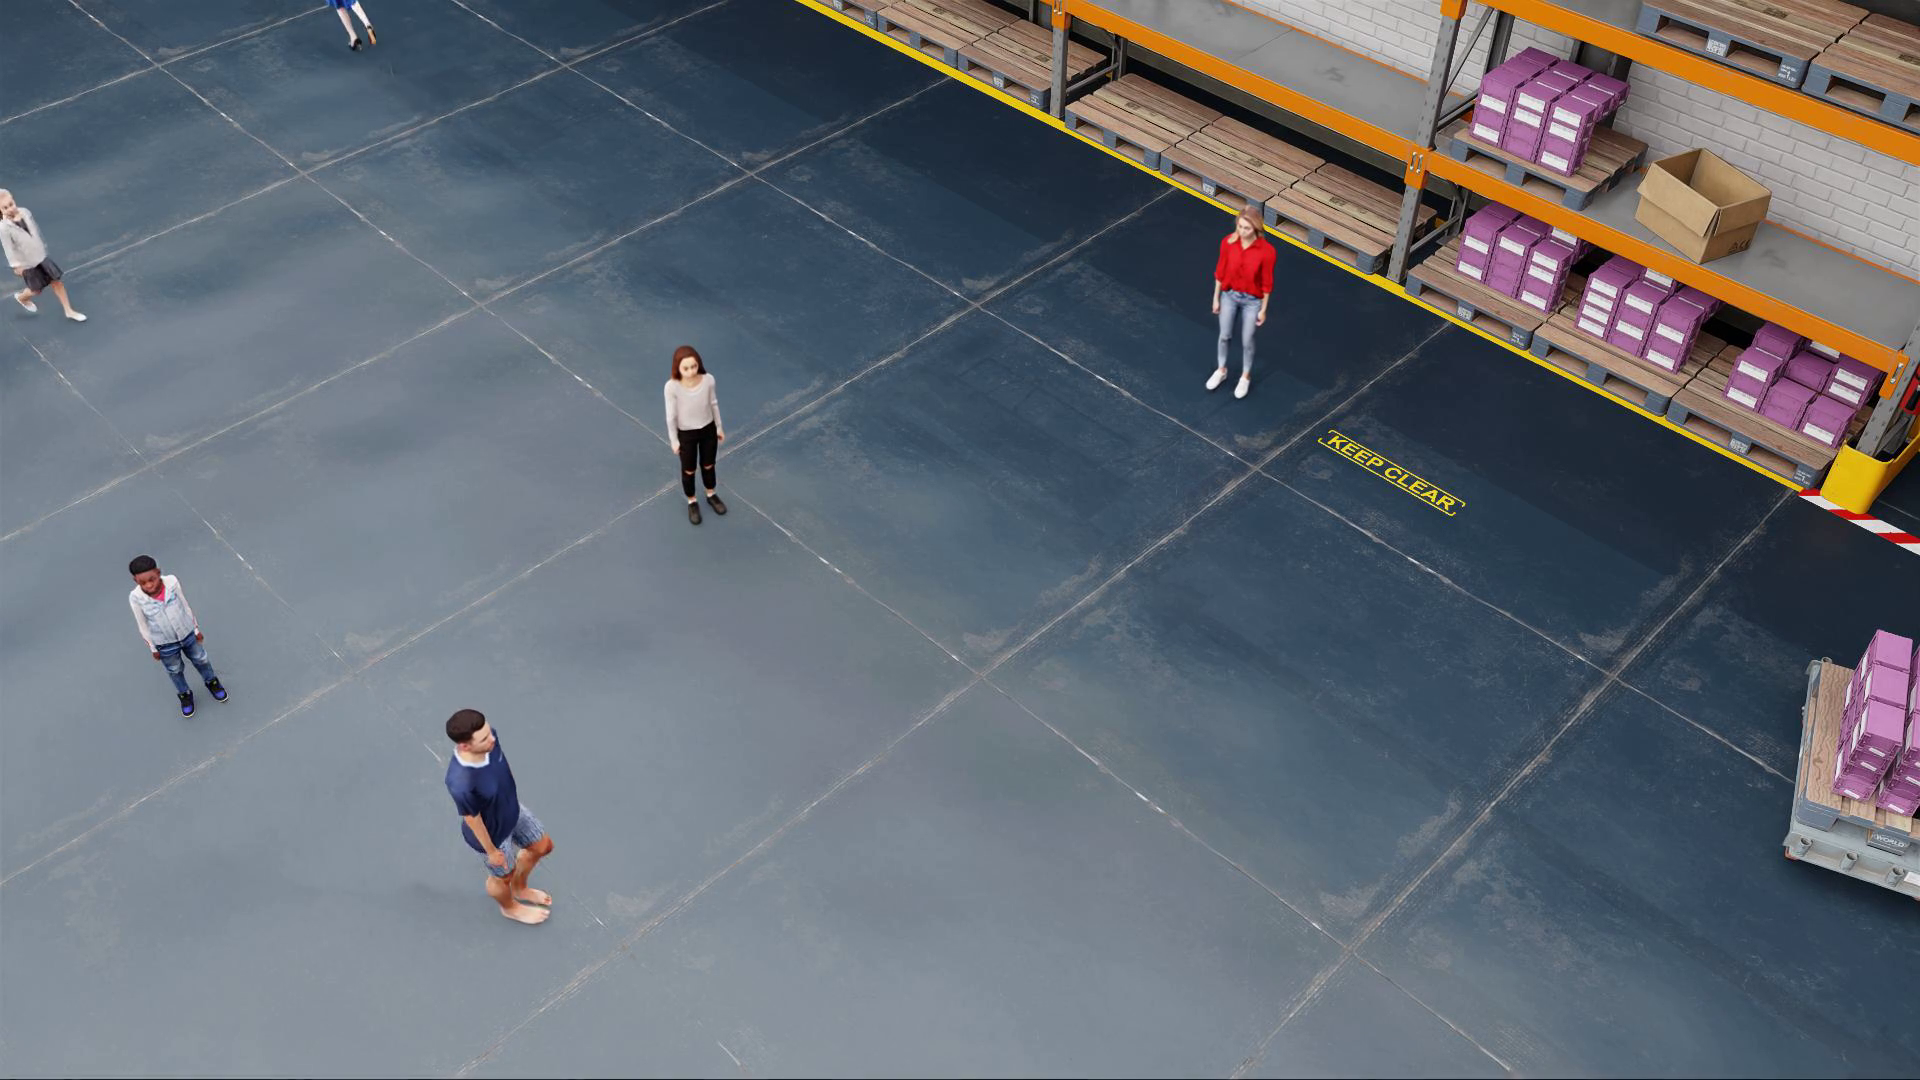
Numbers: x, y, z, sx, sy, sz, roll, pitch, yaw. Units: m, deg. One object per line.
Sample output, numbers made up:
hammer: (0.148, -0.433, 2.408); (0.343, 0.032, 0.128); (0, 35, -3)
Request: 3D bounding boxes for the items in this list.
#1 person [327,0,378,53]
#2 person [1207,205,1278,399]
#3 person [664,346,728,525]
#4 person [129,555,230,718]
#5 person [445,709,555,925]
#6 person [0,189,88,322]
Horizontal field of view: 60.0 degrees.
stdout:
person: (-6.291, -5.741, 16.828); (0.784, 1.815, 0.617); (34, 53, 31)
person: (2.182, -1.851, 12.829); (0.583, 1.698, 0.746); (19, 47, 19)
person: (-1.889, -0.777, 11.857); (0.596, 1.484, 0.577); (-20, 47, -19)
person: (-5.020, 0.576, 10.599); (0.508, 1.261, 0.529); (-26, 50, -25)
person: (-2.642, 1.536, 9.174); (0.790, 1.836, 0.756); (8, 44, 8)
person: (-7.669, -2.328, 13.649); (0.872, 1.259, 0.697); (14, 45, 14)
